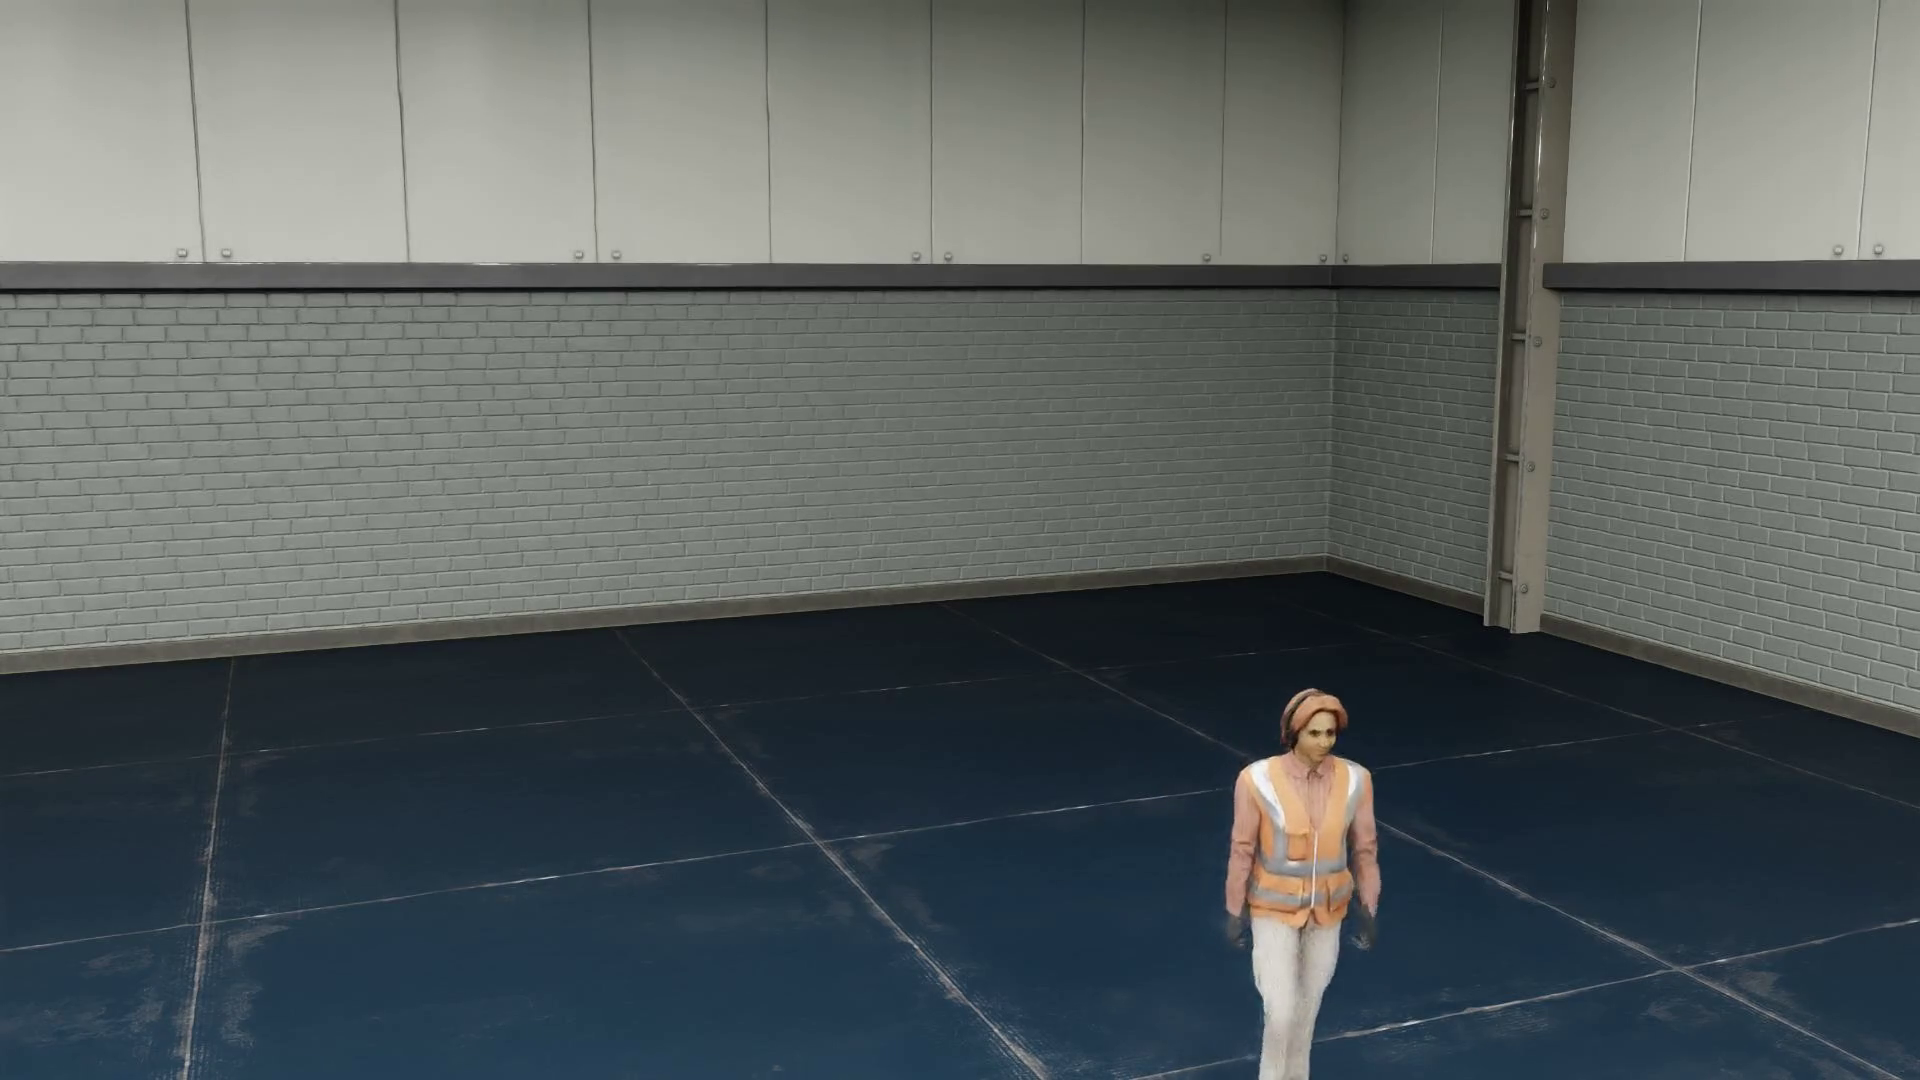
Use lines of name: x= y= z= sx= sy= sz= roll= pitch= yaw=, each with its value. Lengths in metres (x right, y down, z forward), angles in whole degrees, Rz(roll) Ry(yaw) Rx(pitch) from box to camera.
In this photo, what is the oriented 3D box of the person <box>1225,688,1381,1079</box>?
person: x=1.199 y=1.312 z=5.765 sx=0.537 sy=1.617 sz=0.511 roll=-2 pitch=9 yaw=-11
